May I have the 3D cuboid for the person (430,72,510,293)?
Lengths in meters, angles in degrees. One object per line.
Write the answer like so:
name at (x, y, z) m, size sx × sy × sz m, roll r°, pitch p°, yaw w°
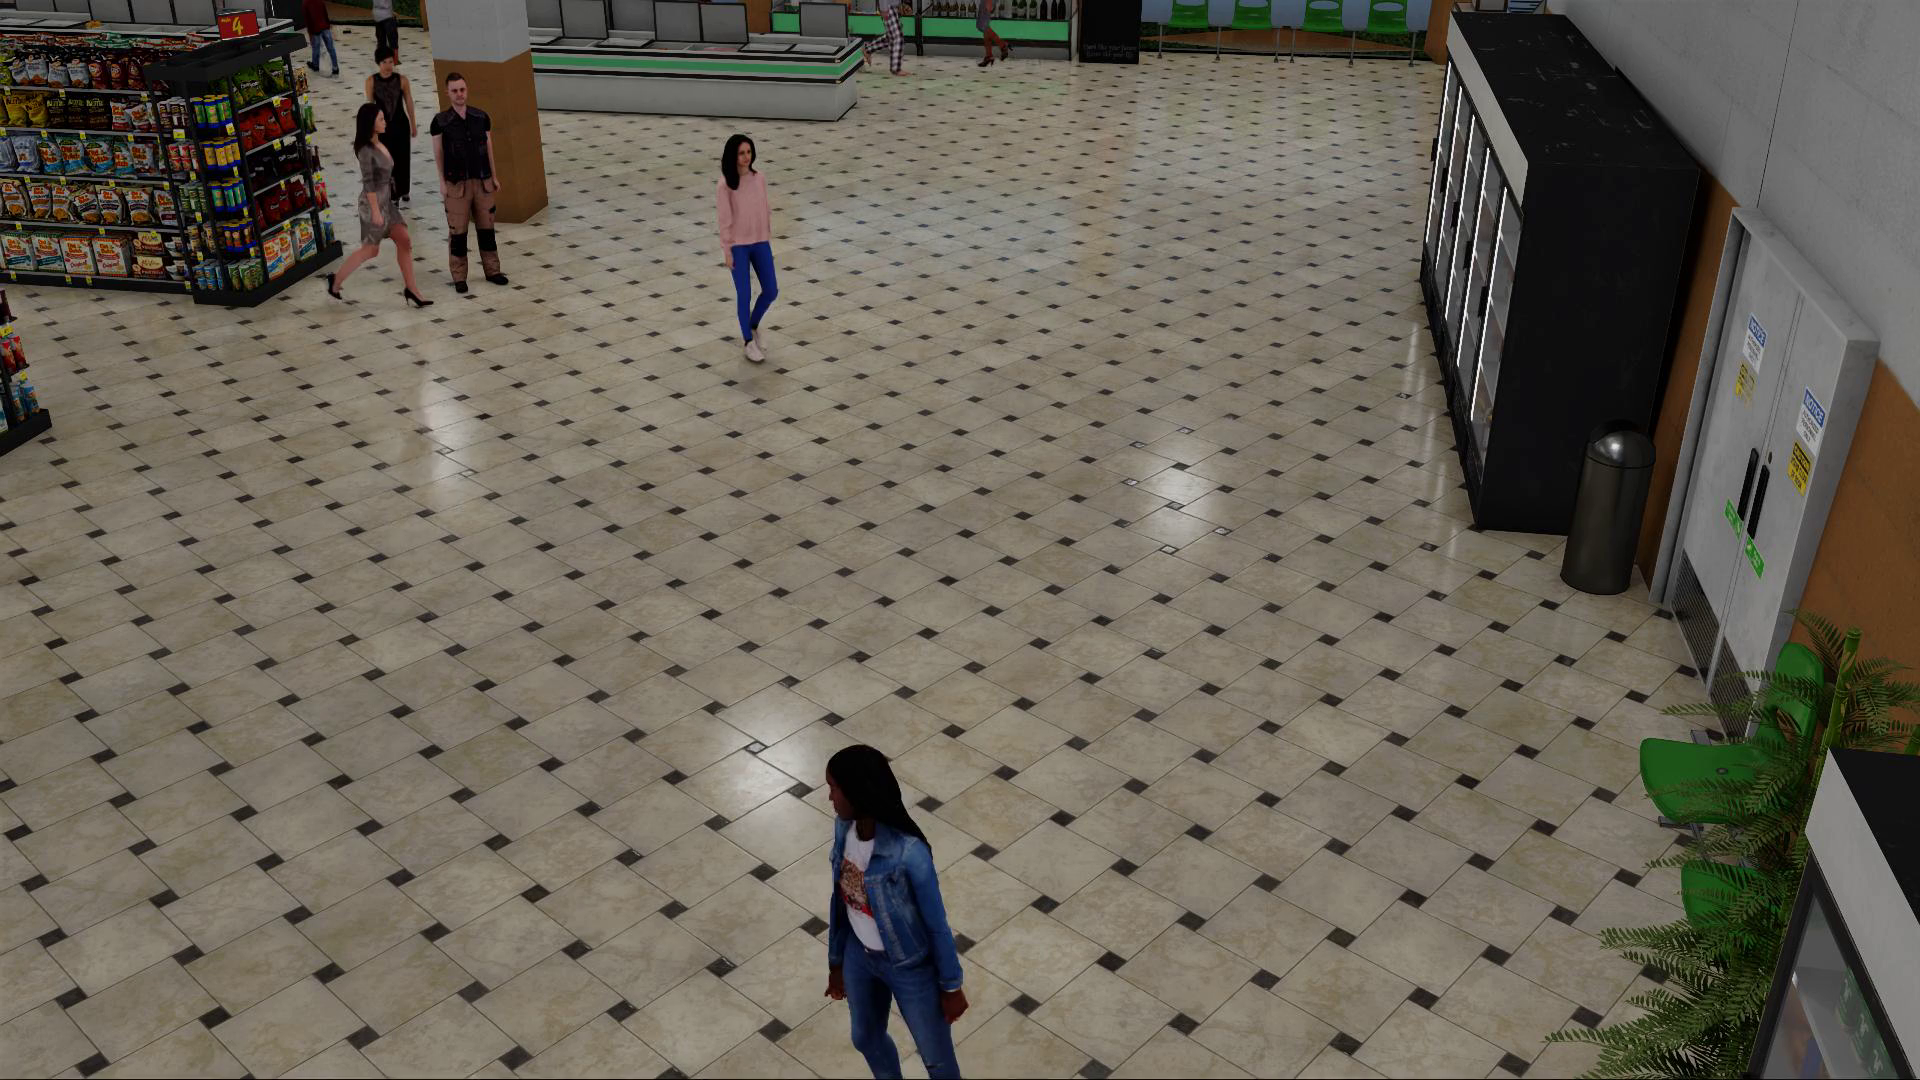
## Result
person at (-4.233, -3.087, 14.288) m, size 0.763 × 1.841 × 0.826 m, roll -17°, pitch 32°, yaw -30°

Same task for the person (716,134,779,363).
person at (-1.672, -2.230, 12.694) m, size 0.787 × 1.756 × 0.848 m, roll -18°, pitch 32°, yaw -31°

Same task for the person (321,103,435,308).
person at (-4.872, -2.697, 13.664) m, size 1.171 × 1.711 × 0.786 m, roll -1°, pitch 27°, yaw -2°

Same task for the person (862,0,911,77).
person at (-1.018, -7.201, 22.416) m, size 0.960 × 1.827 × 0.699 m, roll 8°, pitch 28°, yaw 16°

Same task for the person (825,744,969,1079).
person at (-0.148, 1.438, 5.530) m, size 0.725 × 1.694 × 0.892 m, roll 15°, pitch 30°, yaw 26°

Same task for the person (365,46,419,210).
person at (-5.677, -4.133, 16.653) m, size 1.012 × 1.568 × 0.979 m, roll -10°, pitch 28°, yaw -19°

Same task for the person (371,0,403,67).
person at (-8.042, -7.377, 23.176) m, size 0.435 × 1.455 × 0.652 m, roll 6°, pitch 28°, yaw 12°

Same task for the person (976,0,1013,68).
person at (0.484, -7.378, 22.832) m, size 0.771 × 1.767 × 0.664 m, roll 0°, pitch 27°, yaw 0°

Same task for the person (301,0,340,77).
person at (-8.589, -6.839, 22.372) m, size 0.825 × 1.221 × 0.940 m, roll -22°, pitch 34°, yaw -37°
